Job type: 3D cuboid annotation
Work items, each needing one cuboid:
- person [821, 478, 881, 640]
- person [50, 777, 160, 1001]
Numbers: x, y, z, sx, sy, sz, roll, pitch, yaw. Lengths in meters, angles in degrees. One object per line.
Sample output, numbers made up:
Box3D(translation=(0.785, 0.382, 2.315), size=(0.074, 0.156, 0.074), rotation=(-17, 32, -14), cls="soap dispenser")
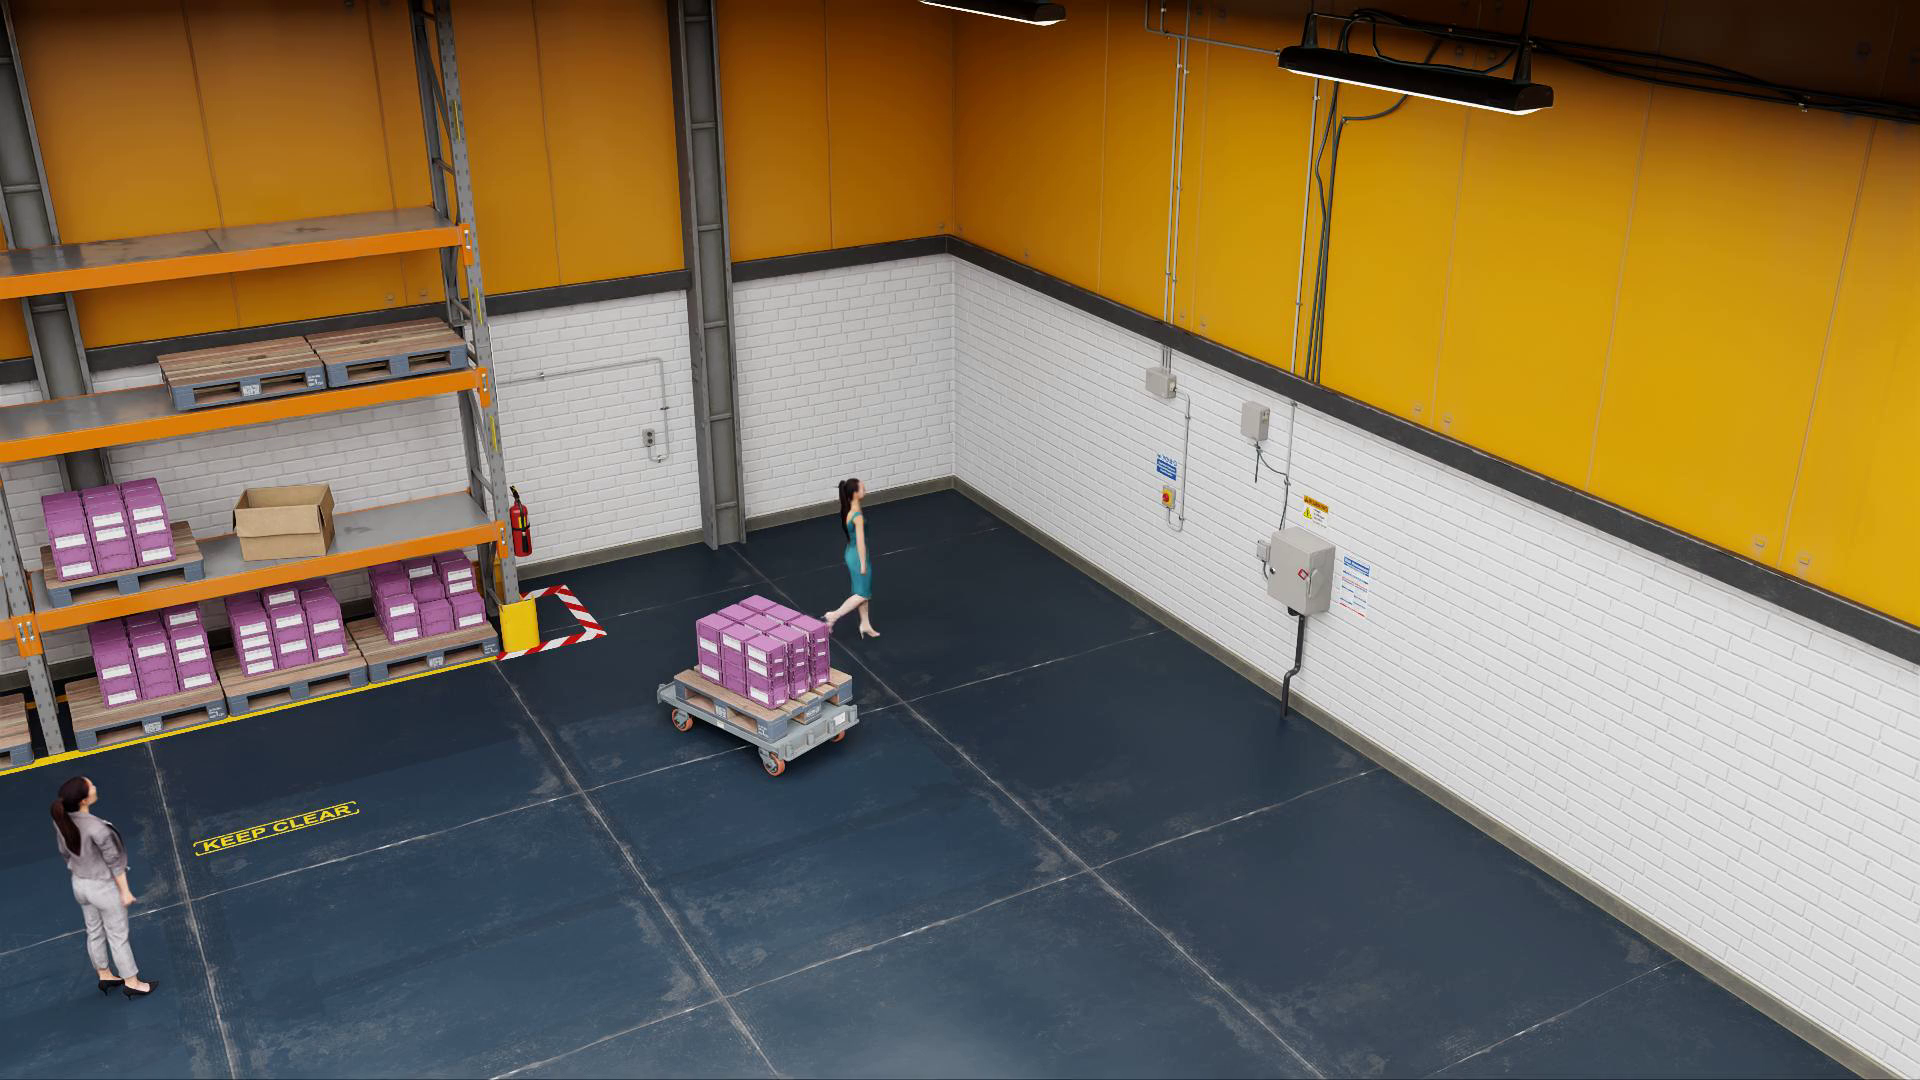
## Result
Box3D(translation=(-1.034, 0.214, 15.813), size=(0.857, 1.672, 0.650), rotation=(-8, 25, -18), cls="person")
Box3D(translation=(-5.704, 2.311, 11.010), size=(0.726, 1.678, 0.769), rotation=(9, 25, 21), cls="person")
